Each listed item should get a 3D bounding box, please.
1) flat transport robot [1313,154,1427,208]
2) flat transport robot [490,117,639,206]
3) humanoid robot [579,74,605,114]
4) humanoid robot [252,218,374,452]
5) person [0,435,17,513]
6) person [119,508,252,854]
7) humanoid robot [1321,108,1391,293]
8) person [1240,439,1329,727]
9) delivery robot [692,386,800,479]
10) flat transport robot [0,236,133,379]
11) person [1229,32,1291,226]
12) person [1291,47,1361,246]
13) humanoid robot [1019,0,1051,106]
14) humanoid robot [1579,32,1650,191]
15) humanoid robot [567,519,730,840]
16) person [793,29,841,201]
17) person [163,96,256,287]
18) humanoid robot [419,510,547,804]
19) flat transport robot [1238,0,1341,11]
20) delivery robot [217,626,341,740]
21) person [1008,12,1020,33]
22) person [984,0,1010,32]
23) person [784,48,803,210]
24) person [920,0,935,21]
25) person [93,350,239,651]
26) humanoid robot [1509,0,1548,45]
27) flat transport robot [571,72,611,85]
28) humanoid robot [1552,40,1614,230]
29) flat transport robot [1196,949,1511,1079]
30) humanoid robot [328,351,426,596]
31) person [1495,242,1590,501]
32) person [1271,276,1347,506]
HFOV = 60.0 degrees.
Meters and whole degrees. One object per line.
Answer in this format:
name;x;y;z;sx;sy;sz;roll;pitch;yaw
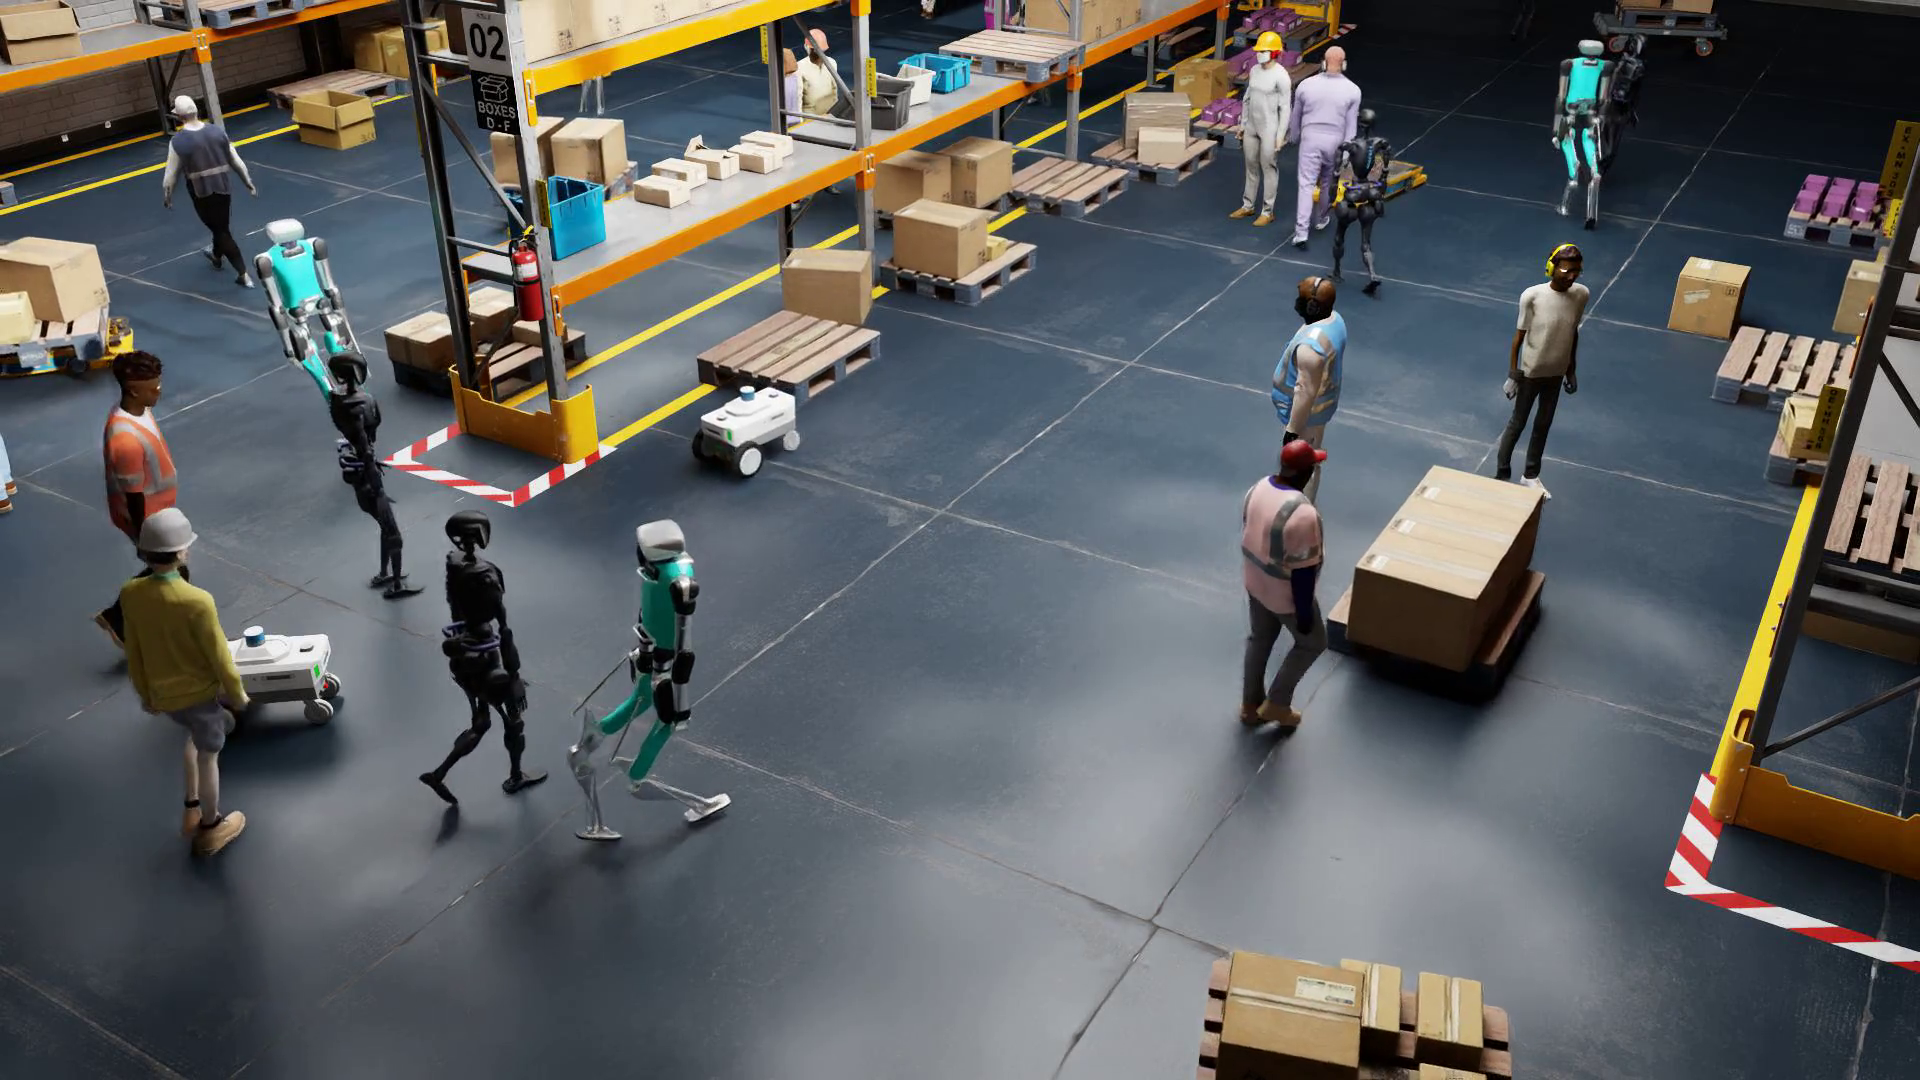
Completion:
flat transport robot;4.327;-3.798;17.660;0.659;0.231;1.431;24;37;36
flat transport robot;-4.009;-3.443;17.031;0.659;0.231;1.431;5;30;8
humanoid robot;-4.548;-5.987;20.093;0.531;1.817;0.797;15;33;25
humanoid robot;-4.468;-1.323;11.856;0.896;1.838;0.559;25;38;37
person;-6.761;-1.115;11.159;0.373;1.996;0.620;-9;31;-15
person;-3.728;0.717;8.045;0.496;1.869;0.444;7;30;13
humanoid robot;3.590;-3.044;14.925;0.592;1.635;0.706;-8;30;-13
person;1.759;0.259;8.988;0.459;1.736;0.659;-12;32;-20
delivery robot;-1.531;-0.832;12.114;0.499;0.587;0.772;23;36;34
flat transport robot;-7.595;-1.540;13.666;1.431;0.231;0.659;-11;31;-19
person;3.000;-4.077;16.502;0.359;1.894;0.584;-21;35;-32
person;3.493;-3.808;16.083;0.651;1.848;1.026;9;31;15
humanoid robot;0.906;-6.160;20.338;0.540;1.791;0.668;12;32;20
humanoid robot;6.902;-4.501;17.485;0.610;1.643;0.368;-21;35;-32
humanoid robot;-1.650;0.782;8.091;0.977;1.761;0.530;-16;33;-27
person;-1.465;-4.405;17.226;0.571;1.747;0.342;-23;37;-35
person;-6.831;-3.188;15.120;0.952;1.699;0.755;22;36;33
humanoid robot;-2.492;0.627;8.415;0.628;1.626;0.597;-25;38;-37
flat transport robot;5.030;-8.158;25.373;1.431;0.231;0.659;16;33;26
delivery robot;-3.917;0.770;9.309;0.811;0.613;0.499;-4;30;-8
person;1.008;-7.903;23.440;0.696;1.720;0.569;9;31;15
person;0.448;-6.337;20.547;0.336;1.848;0.512;-2;30;-4
person;-1.760;-4.186;16.955;0.284;1.636;0.499;3;30;5
person;-0.529;-8.694;24.660;0.660;1.903;0.879;5;30;8
person;-4.730;-0.156;9.537;0.714;1.932;0.668;-8;31;-15
humanoid robot;8.009;-7.805;23.317;0.333;1.639;0.612;-22;36;-33
flat transport robot;-5.367;-6.265;22.024;1.431;0.231;0.659;20;35;31
humanoid robot;6.223;-3.967;16.508;0.531;1.774;0.990;-1;29;-1
flat transport robot;1.580;2.329;6.822;0.659;0.231;1.431;7;30;12
humanoid robot;-3.617;-0.410;10.221;0.342;1.645;0.610;-12;32;-21
person;3.969;-1.126;11.312;0.531;1.865;0.313;-6;30;-11
person;2.230;-0.832;10.816;0.429;1.844;0.624;12;32;20
